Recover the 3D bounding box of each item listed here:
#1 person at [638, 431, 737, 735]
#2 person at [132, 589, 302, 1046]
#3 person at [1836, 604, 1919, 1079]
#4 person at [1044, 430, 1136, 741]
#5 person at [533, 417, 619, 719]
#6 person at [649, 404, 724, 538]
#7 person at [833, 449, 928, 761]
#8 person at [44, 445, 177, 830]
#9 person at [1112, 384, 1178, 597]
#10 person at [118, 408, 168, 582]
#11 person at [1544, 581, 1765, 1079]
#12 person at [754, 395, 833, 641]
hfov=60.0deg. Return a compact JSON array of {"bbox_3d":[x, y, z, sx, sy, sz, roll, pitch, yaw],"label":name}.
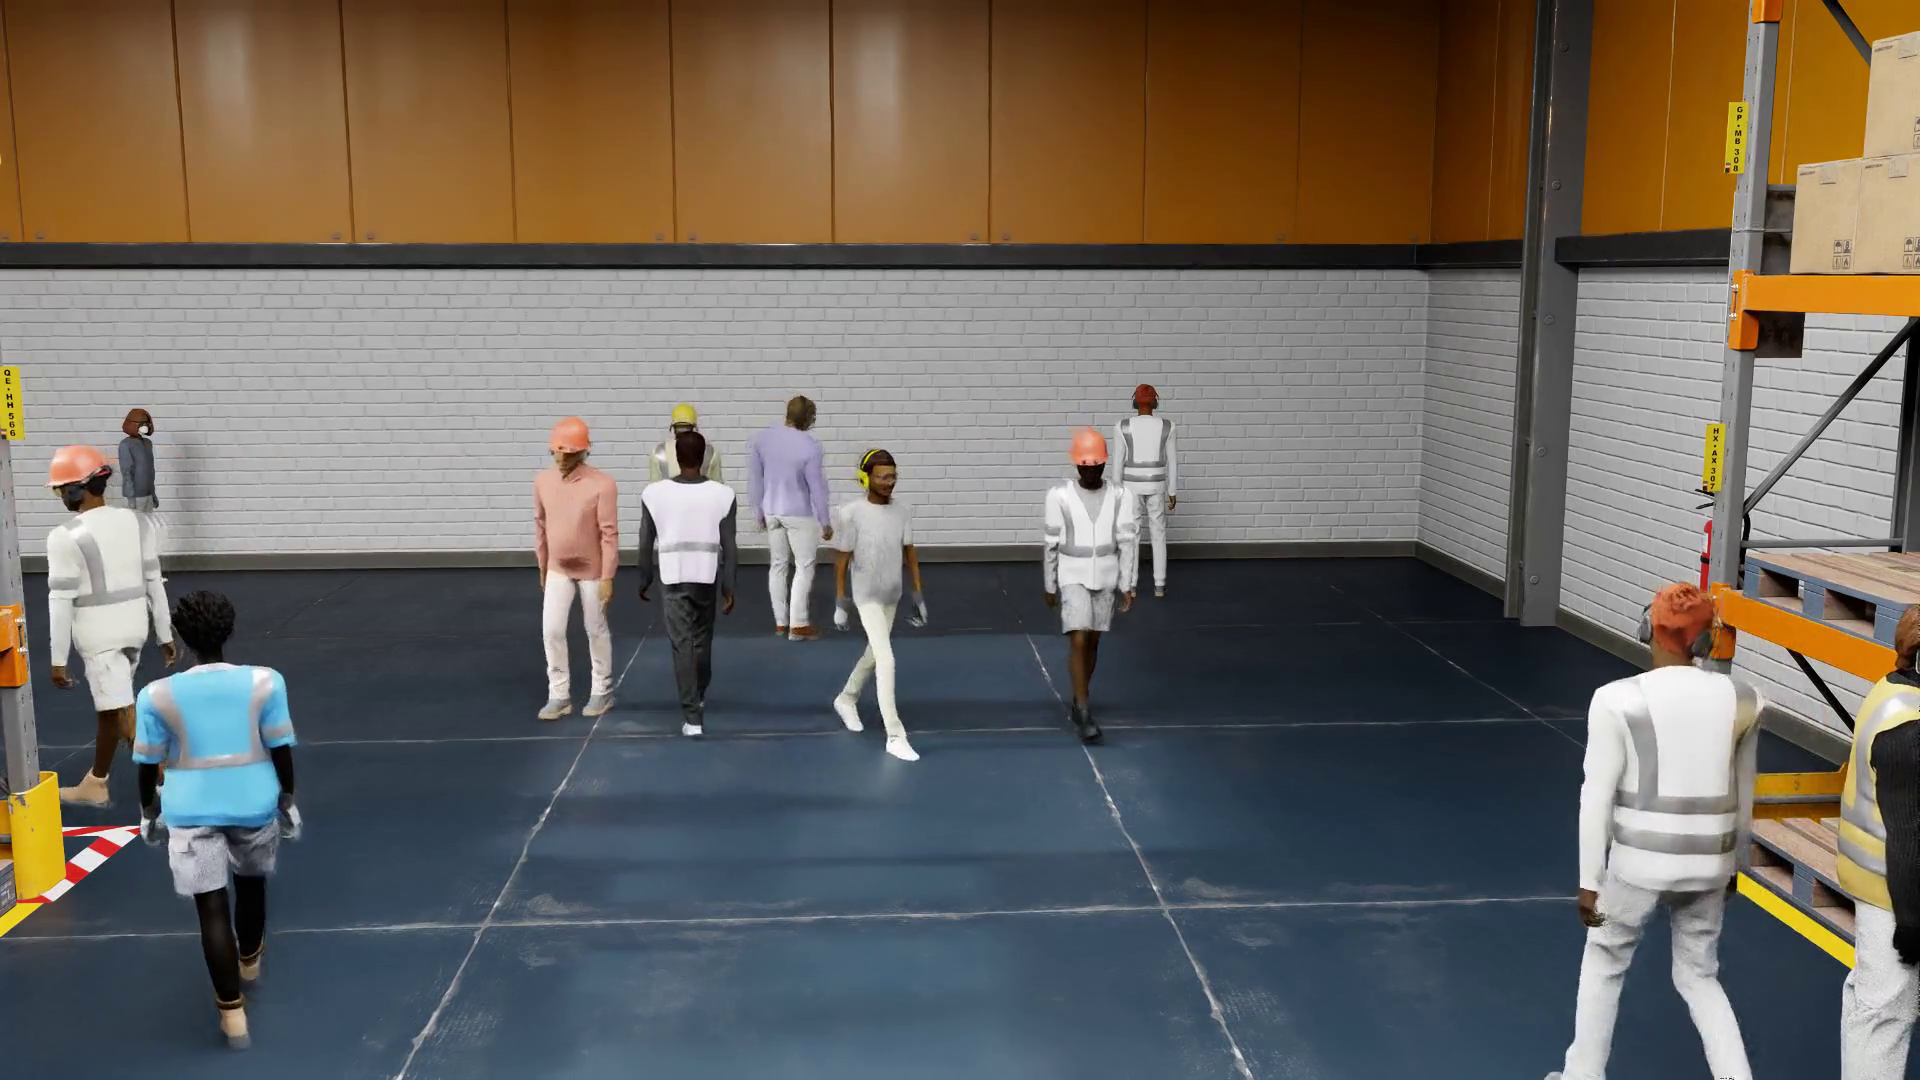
[{"bbox_3d":[-1.709,0.245,10.477,0.601,1.867,1.019,-3,9,-15],"label":"person"},{"bbox_3d":[-2.825,1.003,6.315,0.550,1.654,0.834,-5,10,-30],"label":"person"},{"bbox_3d":[2.976,1.095,5.206,0.430,1.845,0.624,5,10,28],"label":"person"},{"bbox_3d":[0.820,0.274,10.197,0.542,1.885,0.944,-1,9,-9],"label":"person"},{"bbox_3d":[-2.423,0.186,10.545,0.628,1.954,0.694,2,9,14],"label":"person"},{"bbox_3d":[-2.250,-0.233,13.744,0.609,1.783,0.949,-1,9,-7],"label":"person"},{"bbox_3d":[-0.522,0.342,10.015,0.529,1.827,0.968,-7,11,-38],"label":"person"},{"bbox_3d":[-4.359,0.497,8.566,1.053,1.983,0.633,3,10,18],"label":"person"},{"bbox_3d":[1.627,-0.434,14.671,0.585,1.882,0.337,0,9,-1],"label":"person"},{"bbox_3d":[-7.456,-0.384,15.147,0.286,1.632,0.500,0,9,0],"label":"person"},{"bbox_3d":[2.292,1.072,5.318,0.611,1.853,0.698,0,9,-1],"label":"person"},{"bbox_3d":[-1.327,-0.166,12.945,0.673,1.908,0.449,5,10,29],"label":"person"}]
